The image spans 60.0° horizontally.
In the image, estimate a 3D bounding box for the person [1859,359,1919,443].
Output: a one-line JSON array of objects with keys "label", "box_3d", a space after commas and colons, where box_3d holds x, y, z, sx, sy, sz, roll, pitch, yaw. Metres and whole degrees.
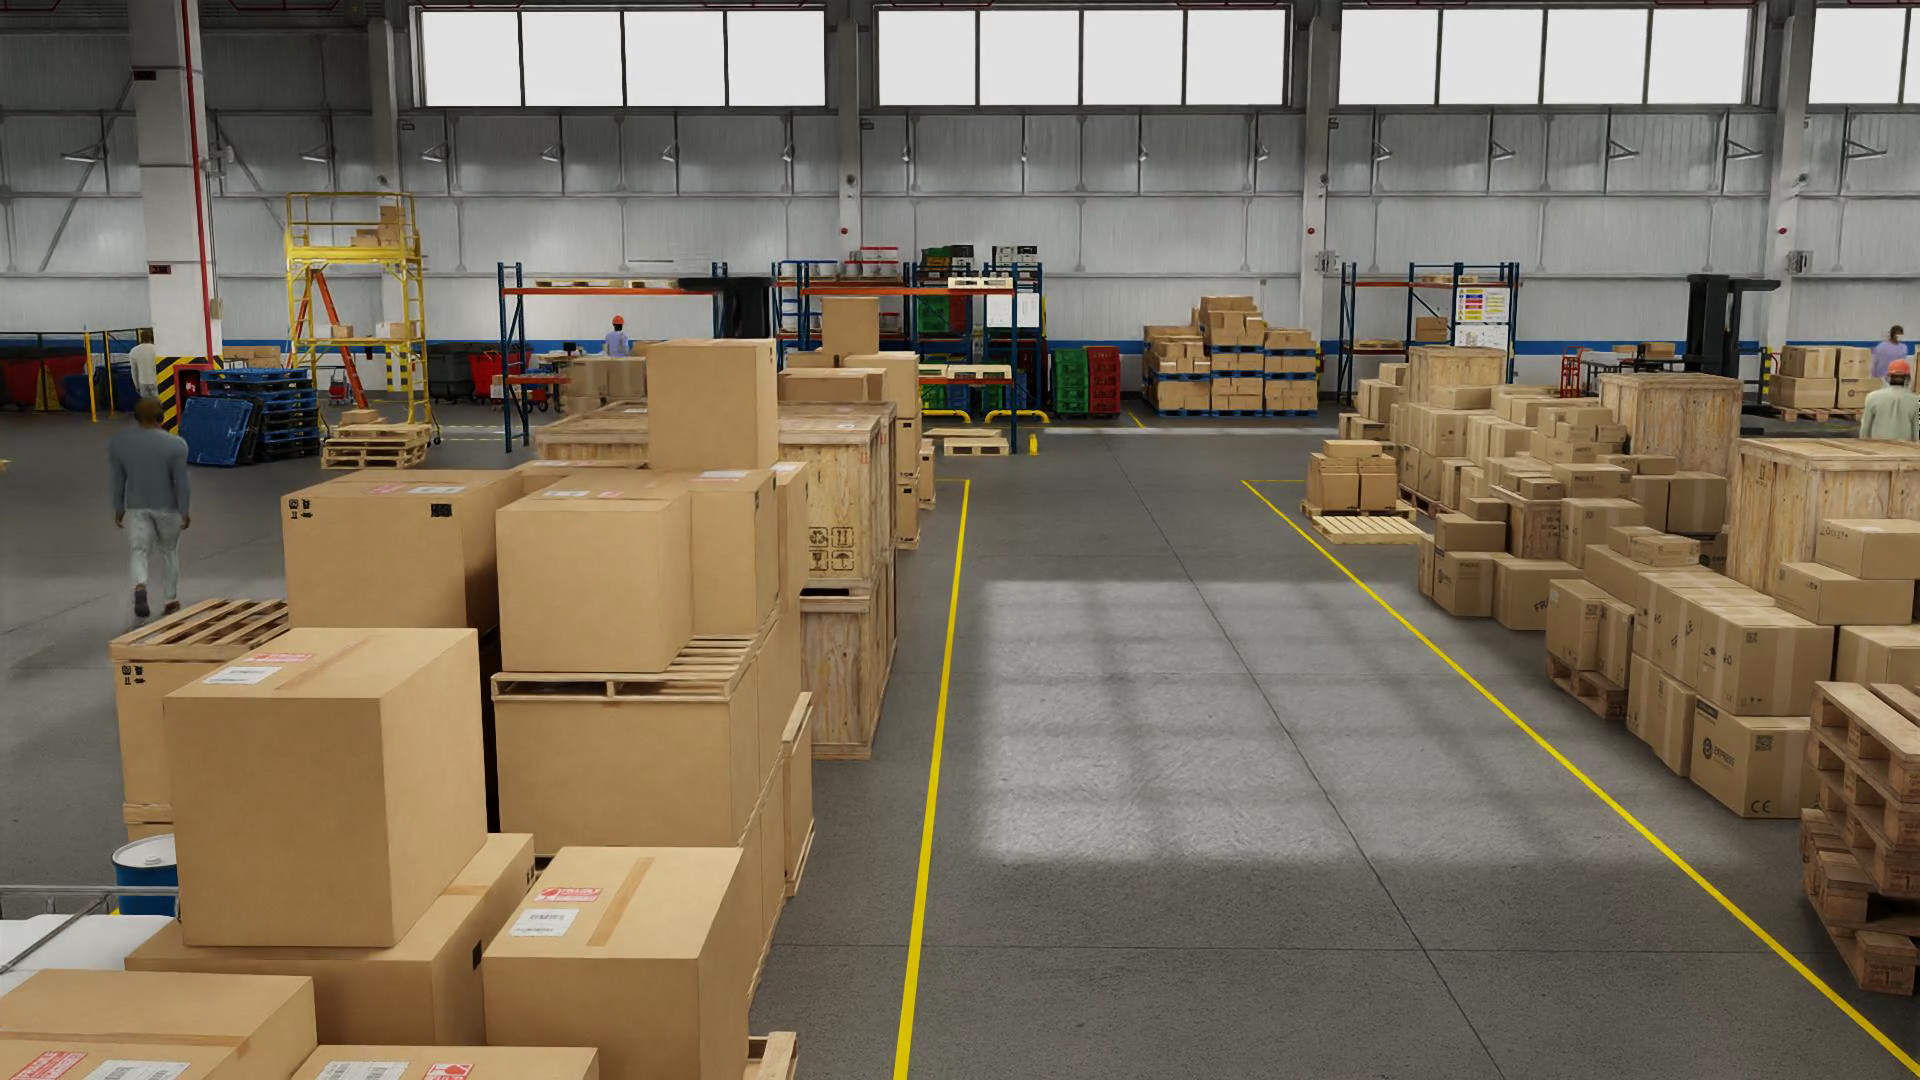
[{"label": "person", "box_3d": [10.276, -1.007, 18.360, 0.644, 1.975, 0.483, 3, 10, 19]}]

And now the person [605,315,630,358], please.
[{"label": "person", "box_3d": [-7.088, -3.694, 34.579, 0.543, 1.939, 0.360, 4, 10, 23]}]

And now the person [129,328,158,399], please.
[{"label": "person", "box_3d": [-13.635, -2.606, 28.062, 0.630, 1.940, 0.370, 0, 9, 1]}]

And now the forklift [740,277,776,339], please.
[{"label": "forklift", "box_3d": [-2.909, -2.403, 24.032, 1.873, 2.768, 1.129, 0, 9, 1]}]

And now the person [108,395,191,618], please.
[{"label": "person", "box_3d": [-6.861, -0.268, 14.121, 0.636, 1.917, 0.716, -2, 10, -14]}]

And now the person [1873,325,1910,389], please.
[{"label": "person", "box_3d": [16.540, -2.841, 29.503, 0.648, 1.922, 0.503, -2, 10, -13]}]

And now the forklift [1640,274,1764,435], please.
[{"label": "forklift", "box_3d": [13.054, -3.274, 29.248, 1.873, 2.768, 1.129, 0, 9, 1]}]
